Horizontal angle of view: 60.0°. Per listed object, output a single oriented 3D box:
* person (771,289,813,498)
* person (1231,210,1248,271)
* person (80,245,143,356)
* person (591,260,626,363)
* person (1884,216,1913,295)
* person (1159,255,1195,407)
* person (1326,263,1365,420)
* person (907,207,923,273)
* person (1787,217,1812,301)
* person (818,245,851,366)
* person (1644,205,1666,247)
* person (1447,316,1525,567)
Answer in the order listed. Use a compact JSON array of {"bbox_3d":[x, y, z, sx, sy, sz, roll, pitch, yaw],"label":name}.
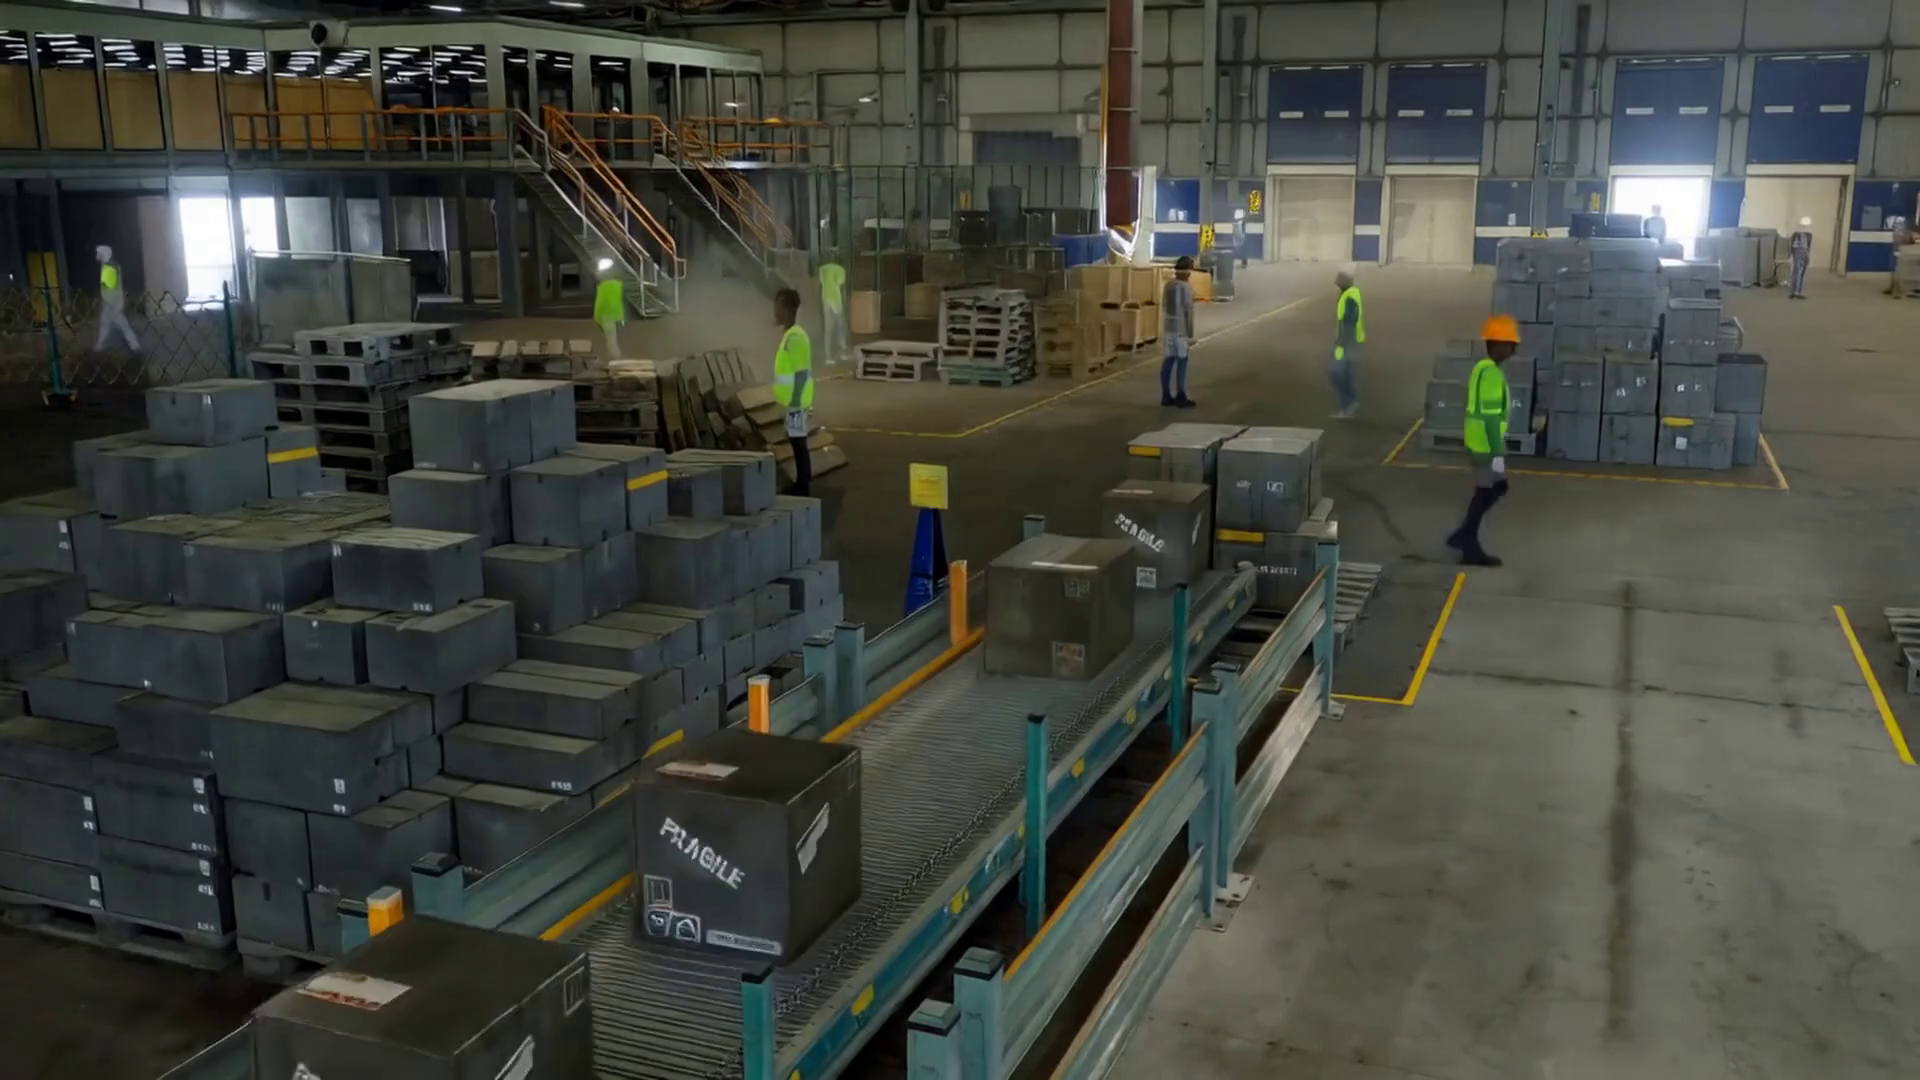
[{"bbox_3d":[-1.503,-1.268,14.949,0.367,1.961,0.609,-2,13,-8],"label":"person"},{"bbox_3d":[8.289,-9.013,50.028,0.877,1.809,0.658,12,17,42],"label":"person"},{"bbox_3d":[-13.852,-3.879,27.041,0.953,1.791,0.532,-3,13,-11],"label":"person"},{"bbox_3d":[-5.106,-3.133,23.823,0.852,1.724,0.548,6,14,26],"label":"person"},{"bbox_3d":[22.888,-6.900,40.350,0.838,1.909,0.556,-5,14,-22],"label":"person"},{"bbox_3d":[2.804,-2.673,21.314,0.377,1.932,0.552,-10,16,-38],"label":"person"},{"bbox_3d":[4.671,-2.394,20.149,0.454,1.903,0.601,2,13,8],"label":"person"},{"bbox_3d":[-1.266,-8.805,48.832,0.574,1.931,0.612,-6,14,-25],"label":"person"},{"bbox_3d":[19.510,-6.525,38.608,0.587,1.929,0.361,-5,13,-21],"label":"person"},{"bbox_3d":[-1.921,-3.627,25.791,0.561,1.848,0.649,7,15,30],"label":"person"},{"bbox_3d":[19.850,-8.558,47.573,0.608,1.997,0.375,1,13,3],"label":"person"},{"bbox_3d":[4.035,-0.736,12.648,0.398,1.919,0.556,3,13,15],"label":"person"}]
